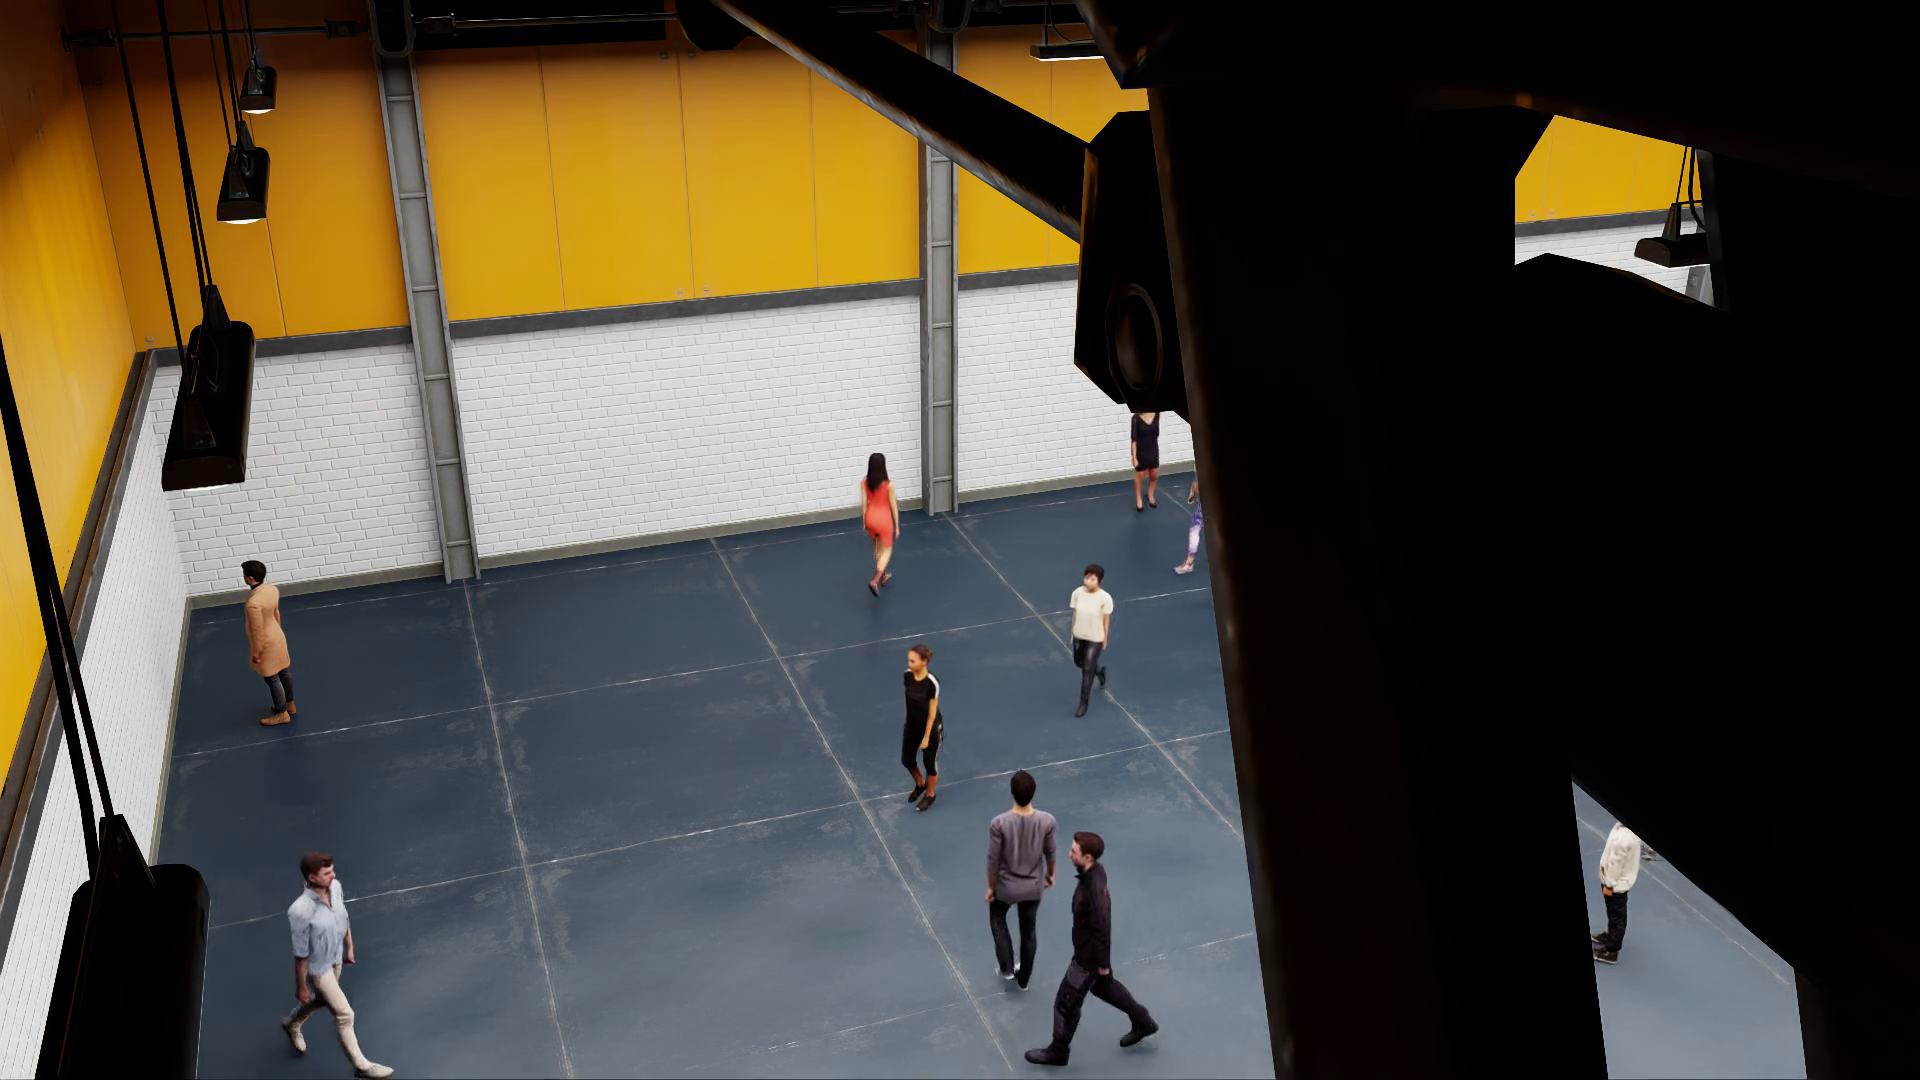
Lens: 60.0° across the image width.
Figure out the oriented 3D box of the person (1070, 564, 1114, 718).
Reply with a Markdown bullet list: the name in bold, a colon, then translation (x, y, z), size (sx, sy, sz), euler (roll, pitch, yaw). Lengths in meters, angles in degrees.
- **person**: translation (1.304, 0.956, 16.545), size (0.907, 1.567, 1.032), euler (15, 28, 30)

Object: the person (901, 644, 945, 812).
- **person**: translation (-0.267, 1.645, 14.862), size (0.696, 1.652, 0.738), euler (18, 30, 36)

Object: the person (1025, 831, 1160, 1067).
- **person**: translation (1.000, 2.894, 11.727), size (1.303, 1.874, 0.965), euler (0, 24, 1)

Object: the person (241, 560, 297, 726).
- **person**: translation (-6.769, 0.984, 16.282), size (0.742, 1.727, 0.732), euler (1, 24, 2)

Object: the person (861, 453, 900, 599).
- **person**: translation (-0.933, -0.157, 18.925), size (1.028, 1.700, 1.053), euler (8, 25, 19)

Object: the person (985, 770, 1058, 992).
- **person**: translation (0.456, 2.605, 12.428), size (0.635, 1.843, 0.823), euler (-3, 24, -7)

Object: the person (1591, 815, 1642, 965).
- **person**: translation (5.127, 2.606, 12.913), size (0.698, 1.452, 0.632), euler (11, 26, 24)

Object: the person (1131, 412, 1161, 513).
- **person**: translation (2.358, -1.123, 21.203), size (0.521, 1.645, 0.658), euler (-14, 27, -29)

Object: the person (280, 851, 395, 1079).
- **person**: translation (-4.553, 2.958, 11.664), size (1.306, 1.807, 1.125), euler (7, 25, 15)
